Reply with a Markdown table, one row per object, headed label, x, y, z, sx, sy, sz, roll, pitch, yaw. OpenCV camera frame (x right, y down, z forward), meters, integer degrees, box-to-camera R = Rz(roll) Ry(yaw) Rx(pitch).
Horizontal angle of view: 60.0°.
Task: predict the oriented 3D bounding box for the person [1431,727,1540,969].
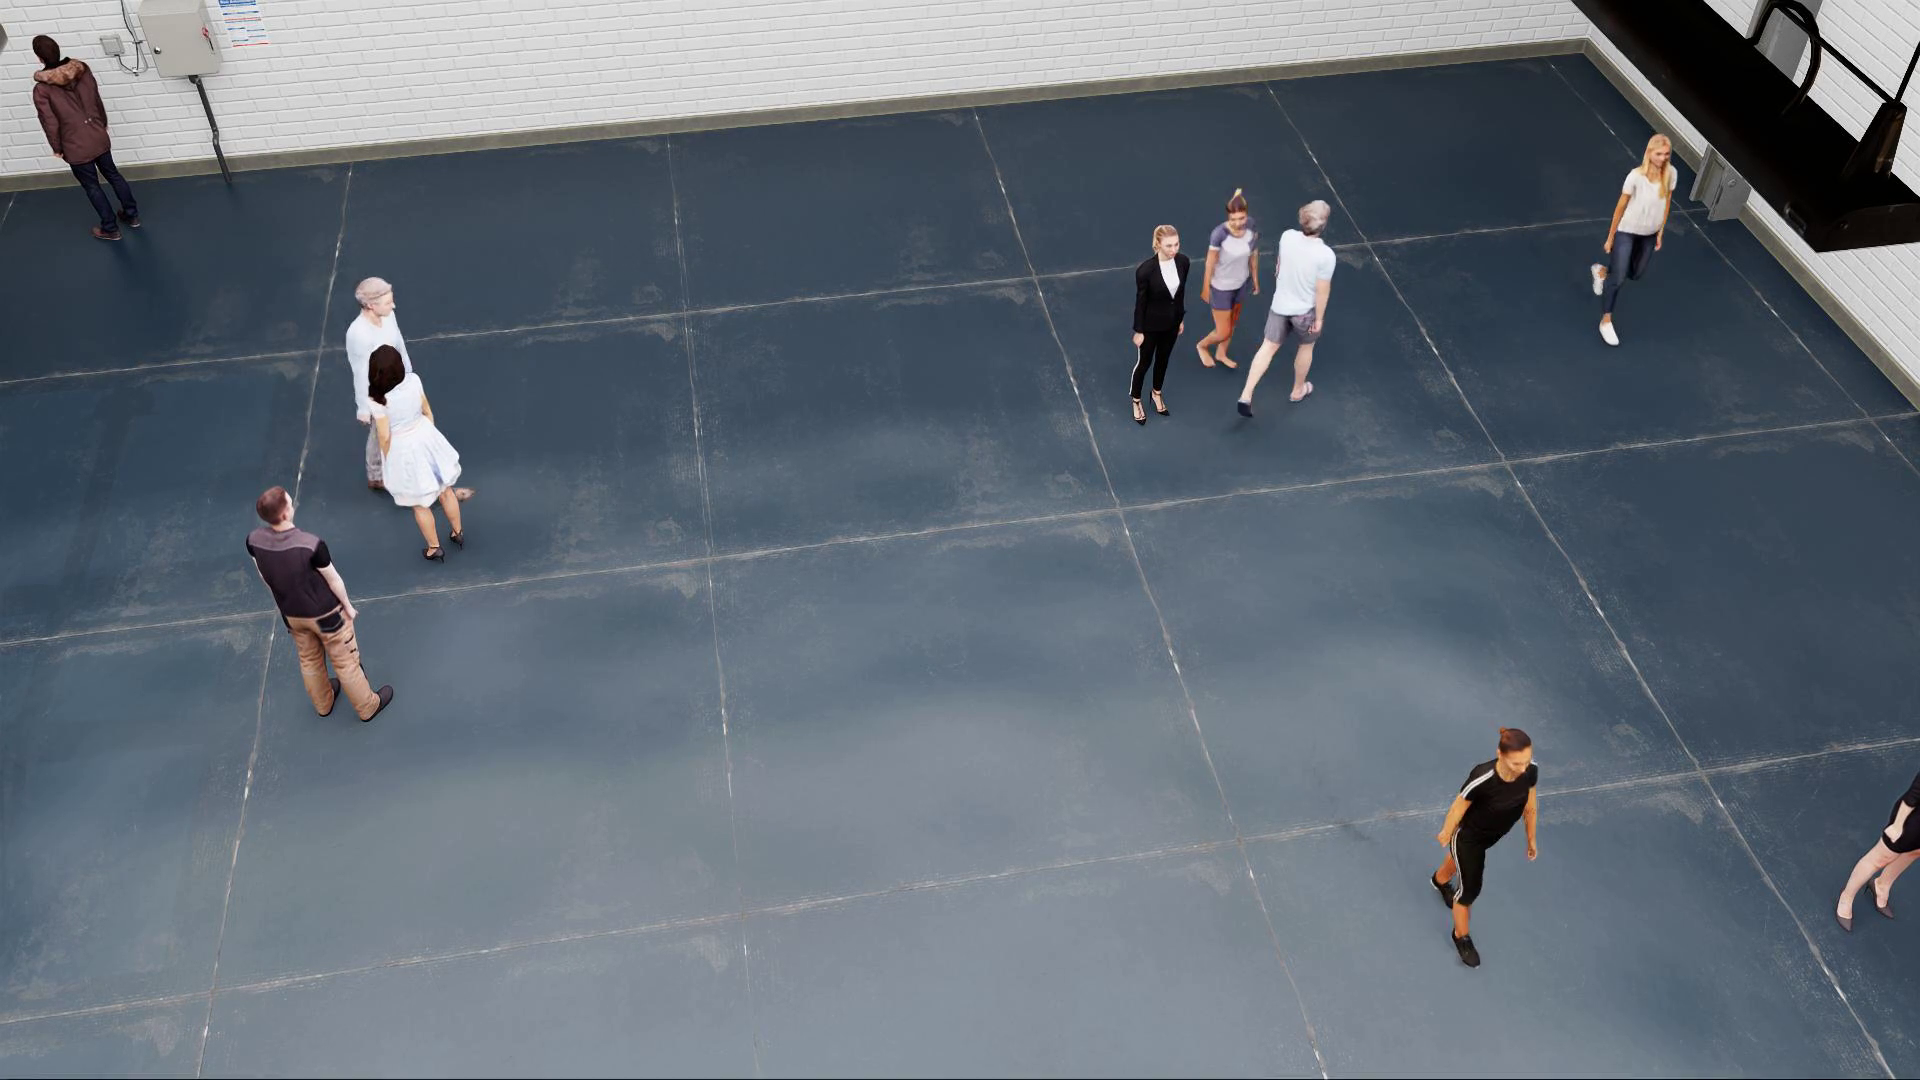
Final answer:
| label | x | y | z | sx | sy | sz | roll | pitch | yaw |
| --- | --- | --- | --- | --- | --- | --- | --- | --- | --- |
| person | 2.822 | 1.514 | 9.155 | 0.704 | 1.643 | 0.916 | -17 | 46 | -17 |

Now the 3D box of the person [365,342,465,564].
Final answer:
| label | x | y | z | sx | sy | sz | roll | pitch | yaw |
| --- | --- | --- | --- | --- | --- | --- | --- | --- | --- |
| person | -3.676 | -0.577 | 11.223 | 0.851 | 1.818 | 0.900 | -34 | 53 | -31 |

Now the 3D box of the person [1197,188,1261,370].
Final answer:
| label | x | y | z | sx | sy | sz | roll | pitch | yaw |
| --- | --- | --- | --- | --- | --- | --- | --- | --- | --- |
| person | 2.027 | -2.026 | 12.887 | 0.697 | 1.621 | 0.728 | -29 | 51 | -27 |

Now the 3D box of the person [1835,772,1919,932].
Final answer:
| label | x | y | z | sx | sy | sz | roll | pitch | yaw |
| --- | --- | --- | --- | --- | --- | --- | --- | --- | --- |
| person | 5.250 | 1.507 | 9.046 | 0.621 | 1.803 | 0.510 | -11 | 45 | -11 |

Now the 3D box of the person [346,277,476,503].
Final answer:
| label | x | y | z | sx | sy | sz | roll | pitch | yaw |
| --- | --- | --- | --- | --- | --- | --- | --- | --- | --- |
| person | -4.148 | -1.024 | 11.678 | 0.964 | 1.838 | 1.128 | 7 | 44 | 7 |

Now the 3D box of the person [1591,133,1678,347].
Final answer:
| label | x | y | z | sx | sy | sz | roll | pitch | yaw |
| --- | --- | --- | --- | --- | --- | --- | --- | --- | --- |
| person | 5.315 | -2.466 | 13.226 | 0.606 | 1.791 | 0.949 | -8 | 44 | -8 |

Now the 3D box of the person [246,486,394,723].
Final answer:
| label | x | y | z | sx | sy | sz | roll | pitch | yaw |
| --- | --- | --- | --- | --- | --- | --- | --- | --- | --- |
| person | -3.981 | 0.401 | 10.181 | 0.760 | 1.840 | 0.726 | 8 | 44 | 8 |

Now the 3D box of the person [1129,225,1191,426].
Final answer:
| label | x | y | z | sx | sy | sz | roll | pitch | yaw |
| --- | --- | --- | --- | --- | --- | --- | --- | --- | --- |
| person | 1.480 | -1.609 | 12.388 | 0.681 | 1.707 | 0.644 | -20 | 47 | -20 |

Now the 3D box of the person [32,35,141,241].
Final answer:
| label | x | y | z | sx | sy | sz | roll | pitch | yaw |
| --- | --- | --- | --- | --- | --- | --- | --- | --- | --- |
| person | -7.492 | -3.436 | 14.203 | 0.940 | 1.847 | 0.847 | 19 | 47 | 19 |

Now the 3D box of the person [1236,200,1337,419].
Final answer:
| label | x | y | z | sx | sy | sz | roll | pitch | yaw |
| --- | --- | --- | --- | --- | --- | --- | --- | --- | --- |
| person | 2.440 | -1.685 | 12.394 | 1.105 | 1.807 | 1.128 | 30 | 51 | 28 |
